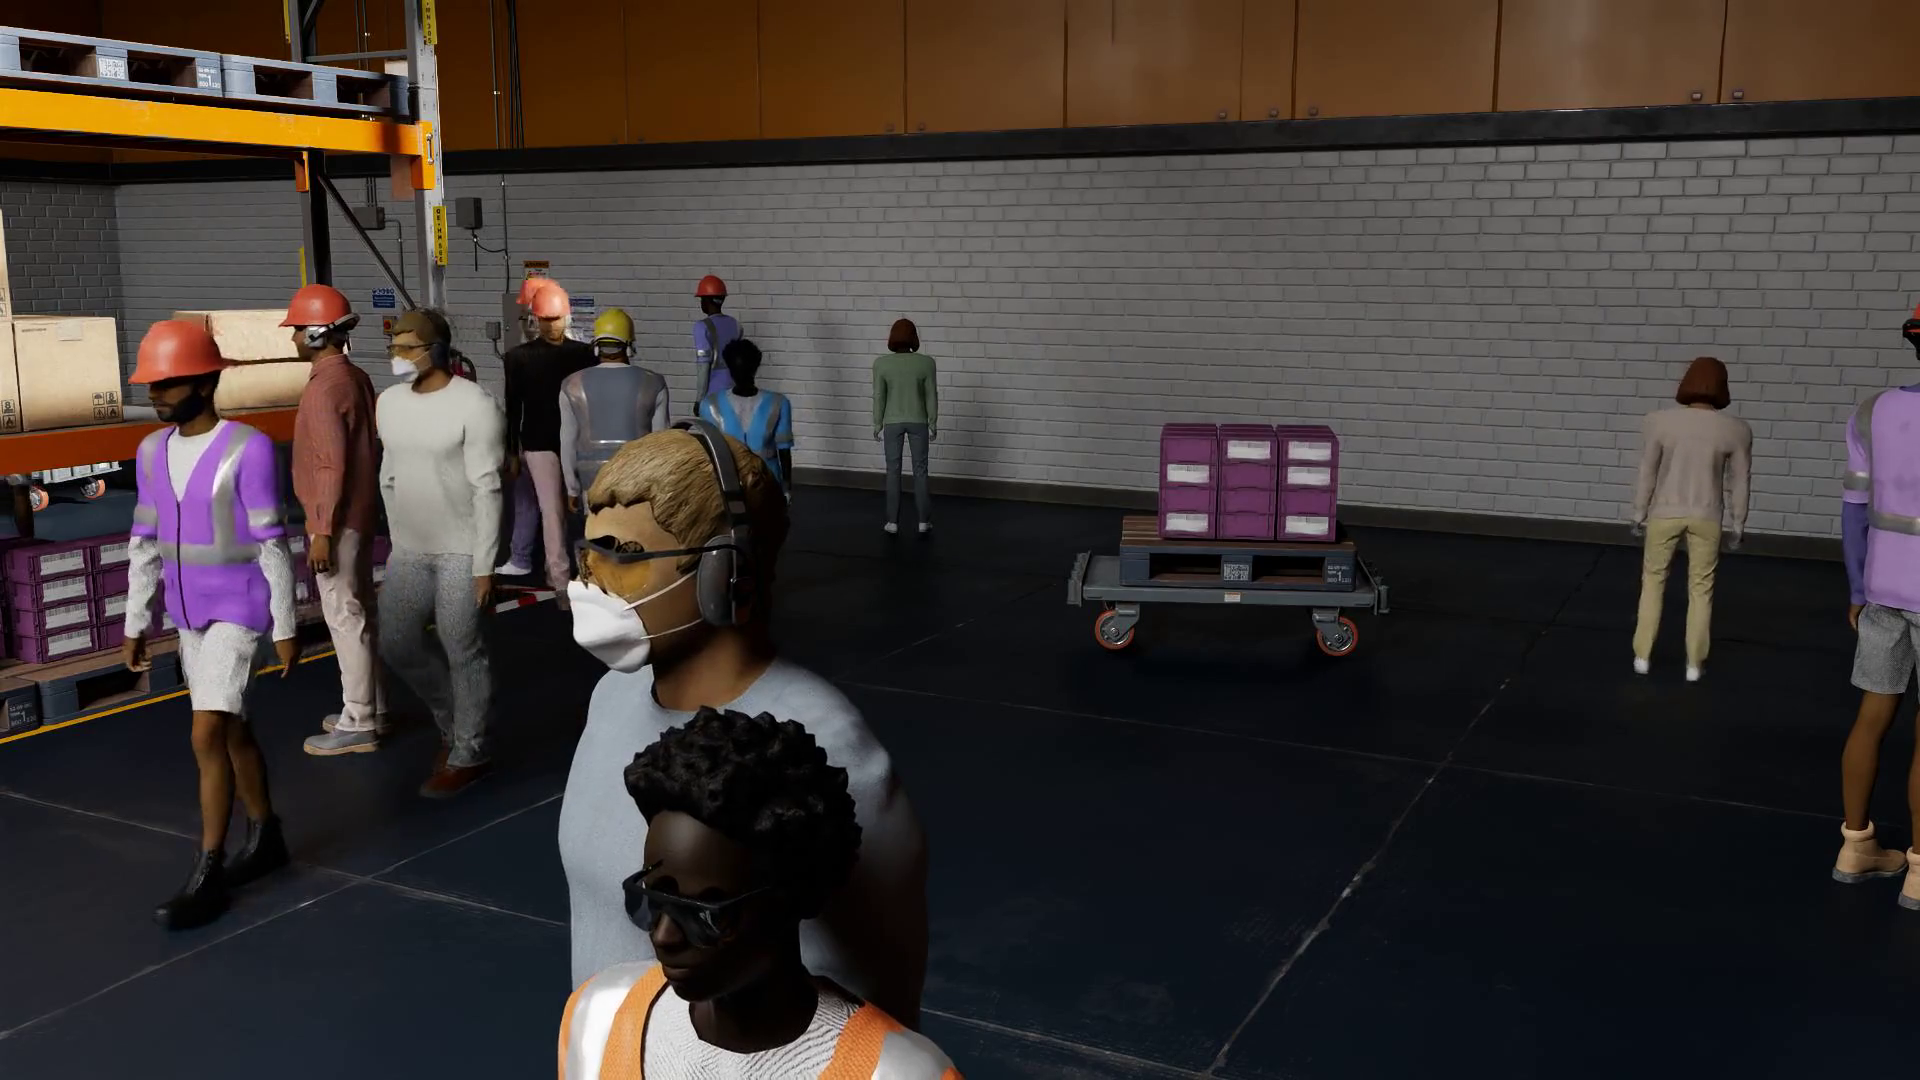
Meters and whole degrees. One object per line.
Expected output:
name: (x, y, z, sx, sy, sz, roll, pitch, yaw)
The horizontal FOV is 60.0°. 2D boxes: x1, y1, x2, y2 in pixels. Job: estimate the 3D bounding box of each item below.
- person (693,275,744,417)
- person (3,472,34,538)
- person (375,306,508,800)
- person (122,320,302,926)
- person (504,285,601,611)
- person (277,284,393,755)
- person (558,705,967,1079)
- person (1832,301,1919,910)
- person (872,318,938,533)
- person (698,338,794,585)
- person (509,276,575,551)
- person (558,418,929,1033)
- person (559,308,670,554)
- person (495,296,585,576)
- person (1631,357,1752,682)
person: (-2.053, -1.244, 13.971, 0.379, 1.938, 0.547, 6, 12, 31)
person: (-6.346, -0.669, 10.783, 0.546, 1.902, 0.944, 1, 10, 5)
person: (-2.024, 0.062, 6.454, 0.650, 1.921, 0.435, 5, 11, 25)
person: (-2.485, 0.262, 5.341, 0.572, 1.905, 0.809, 4, 11, 23)
person: (-2.488, -0.601, 10.256, 0.608, 1.943, 1.055, -5, 11, -25)
person: (-2.660, -0.086, 7.101, 0.387, 1.992, 0.626, -1, 10, -5)
person: (-0.212, 0.996, 1.708, 0.533, 1.697, 0.318, 5, 11, 27)
person: (3.168, 0.178, 5.436, 0.378, 2.045, 0.605, -3, 10, -18)
person: (-0.416, -0.864, 12.652, 0.498, 1.633, 0.278, 0, 10, -3)
person: (-1.189, -0.293, 9.251, 0.537, 1.674, 0.528, -1, 10, -8)
person: (-2.883, -0.920, 12.012, 0.823, 1.974, 0.642, -8, 13, -40)
person: (-0.293, 0.820, 2.022, 0.372, 1.940, 0.627, -8, 13, -38)
person: (-1.824, -0.314, 8.892, 0.591, 1.833, 0.404, -1, 10, -6)
person: (-2.611, -0.651, 10.804, 0.992, 1.858, 0.648, 5, 11, 26)
person: (3.629, -0.098, 8.274, 0.533, 1.616, 0.379, 3, 10, 19)
